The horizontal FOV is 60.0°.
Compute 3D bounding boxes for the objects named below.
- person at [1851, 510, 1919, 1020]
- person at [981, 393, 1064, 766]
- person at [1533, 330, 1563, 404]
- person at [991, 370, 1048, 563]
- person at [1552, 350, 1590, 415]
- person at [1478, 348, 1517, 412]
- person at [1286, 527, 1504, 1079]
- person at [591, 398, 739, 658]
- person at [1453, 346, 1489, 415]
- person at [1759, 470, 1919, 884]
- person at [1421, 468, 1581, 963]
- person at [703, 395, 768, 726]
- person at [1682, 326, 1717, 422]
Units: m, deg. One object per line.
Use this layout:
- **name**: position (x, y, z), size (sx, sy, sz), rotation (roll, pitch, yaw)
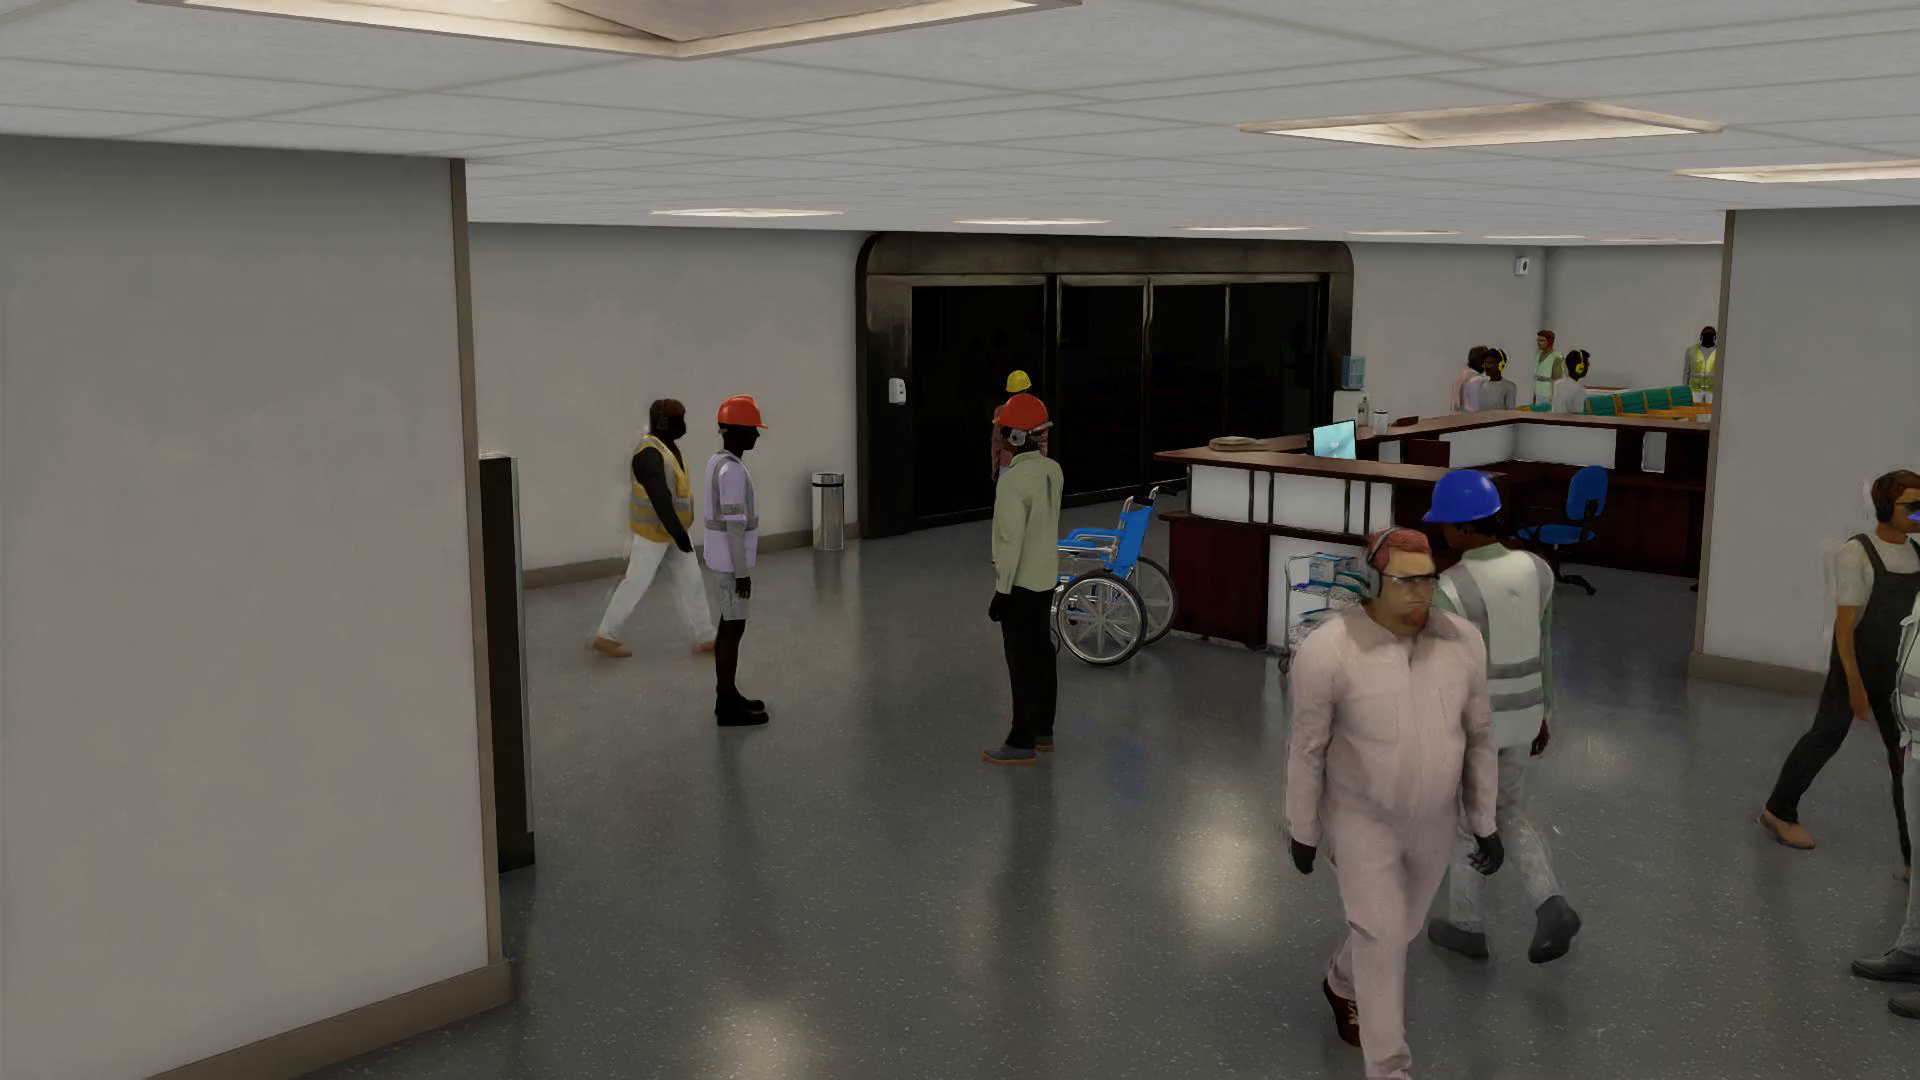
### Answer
- **person**: position (3.515, 0.728, 5.920), size (0.389, 1.949, 0.603), rotation (2, 9, 9)
- **person**: position (0.343, 0.211, 8.945), size (0.376, 1.997, 0.612), rotation (5, 10, 27)
- **person**: position (7.949, -1.917, 22.512), size (0.391, 1.835, 0.560), rotation (-2, 9, -12)
- **person**: position (0.525, -0.648, 14.955), size (0.524, 1.760, 0.328), rotation (3, 10, 18)
- **person**: position (6.111, -0.979, 16.674), size (0.397, 1.852, 0.563), rotation (-2, 9, -10)
- **person**: position (5.317, -0.980, 16.646), size (0.325, 1.871, 0.524), rotation (-5, 10, -27)
- **person**: position (1.364, 0.867, 5.331), size (0.643, 1.870, 0.944), rotation (-3, 10, -16)
- **person**: position (-2.064, -0.069, 11.330), size (0.981, 1.798, 0.618), rotation (2, 9, 11)
- **person**: position (5.585, -1.169, 17.922), size (0.521, 1.830, 0.653), rotation (1, 9, 9)
- **person**: position (3.987, 0.577, 7.320), size (0.504, 1.807, 0.972), rotation (-3, 10, -16)
- **person**: position (2.009, 0.693, 6.219), size (0.636, 1.921, 0.588), rotation (-5, 10, -26)
- **person**: position (-1.300, 0.119, 9.730), size (0.390, 1.929, 0.545), rotation (-2, 10, -15)
- **person**: position (10.832, -2.188, 24.188), size (0.620, 1.835, 0.431), rotation (5, 11, 28)
